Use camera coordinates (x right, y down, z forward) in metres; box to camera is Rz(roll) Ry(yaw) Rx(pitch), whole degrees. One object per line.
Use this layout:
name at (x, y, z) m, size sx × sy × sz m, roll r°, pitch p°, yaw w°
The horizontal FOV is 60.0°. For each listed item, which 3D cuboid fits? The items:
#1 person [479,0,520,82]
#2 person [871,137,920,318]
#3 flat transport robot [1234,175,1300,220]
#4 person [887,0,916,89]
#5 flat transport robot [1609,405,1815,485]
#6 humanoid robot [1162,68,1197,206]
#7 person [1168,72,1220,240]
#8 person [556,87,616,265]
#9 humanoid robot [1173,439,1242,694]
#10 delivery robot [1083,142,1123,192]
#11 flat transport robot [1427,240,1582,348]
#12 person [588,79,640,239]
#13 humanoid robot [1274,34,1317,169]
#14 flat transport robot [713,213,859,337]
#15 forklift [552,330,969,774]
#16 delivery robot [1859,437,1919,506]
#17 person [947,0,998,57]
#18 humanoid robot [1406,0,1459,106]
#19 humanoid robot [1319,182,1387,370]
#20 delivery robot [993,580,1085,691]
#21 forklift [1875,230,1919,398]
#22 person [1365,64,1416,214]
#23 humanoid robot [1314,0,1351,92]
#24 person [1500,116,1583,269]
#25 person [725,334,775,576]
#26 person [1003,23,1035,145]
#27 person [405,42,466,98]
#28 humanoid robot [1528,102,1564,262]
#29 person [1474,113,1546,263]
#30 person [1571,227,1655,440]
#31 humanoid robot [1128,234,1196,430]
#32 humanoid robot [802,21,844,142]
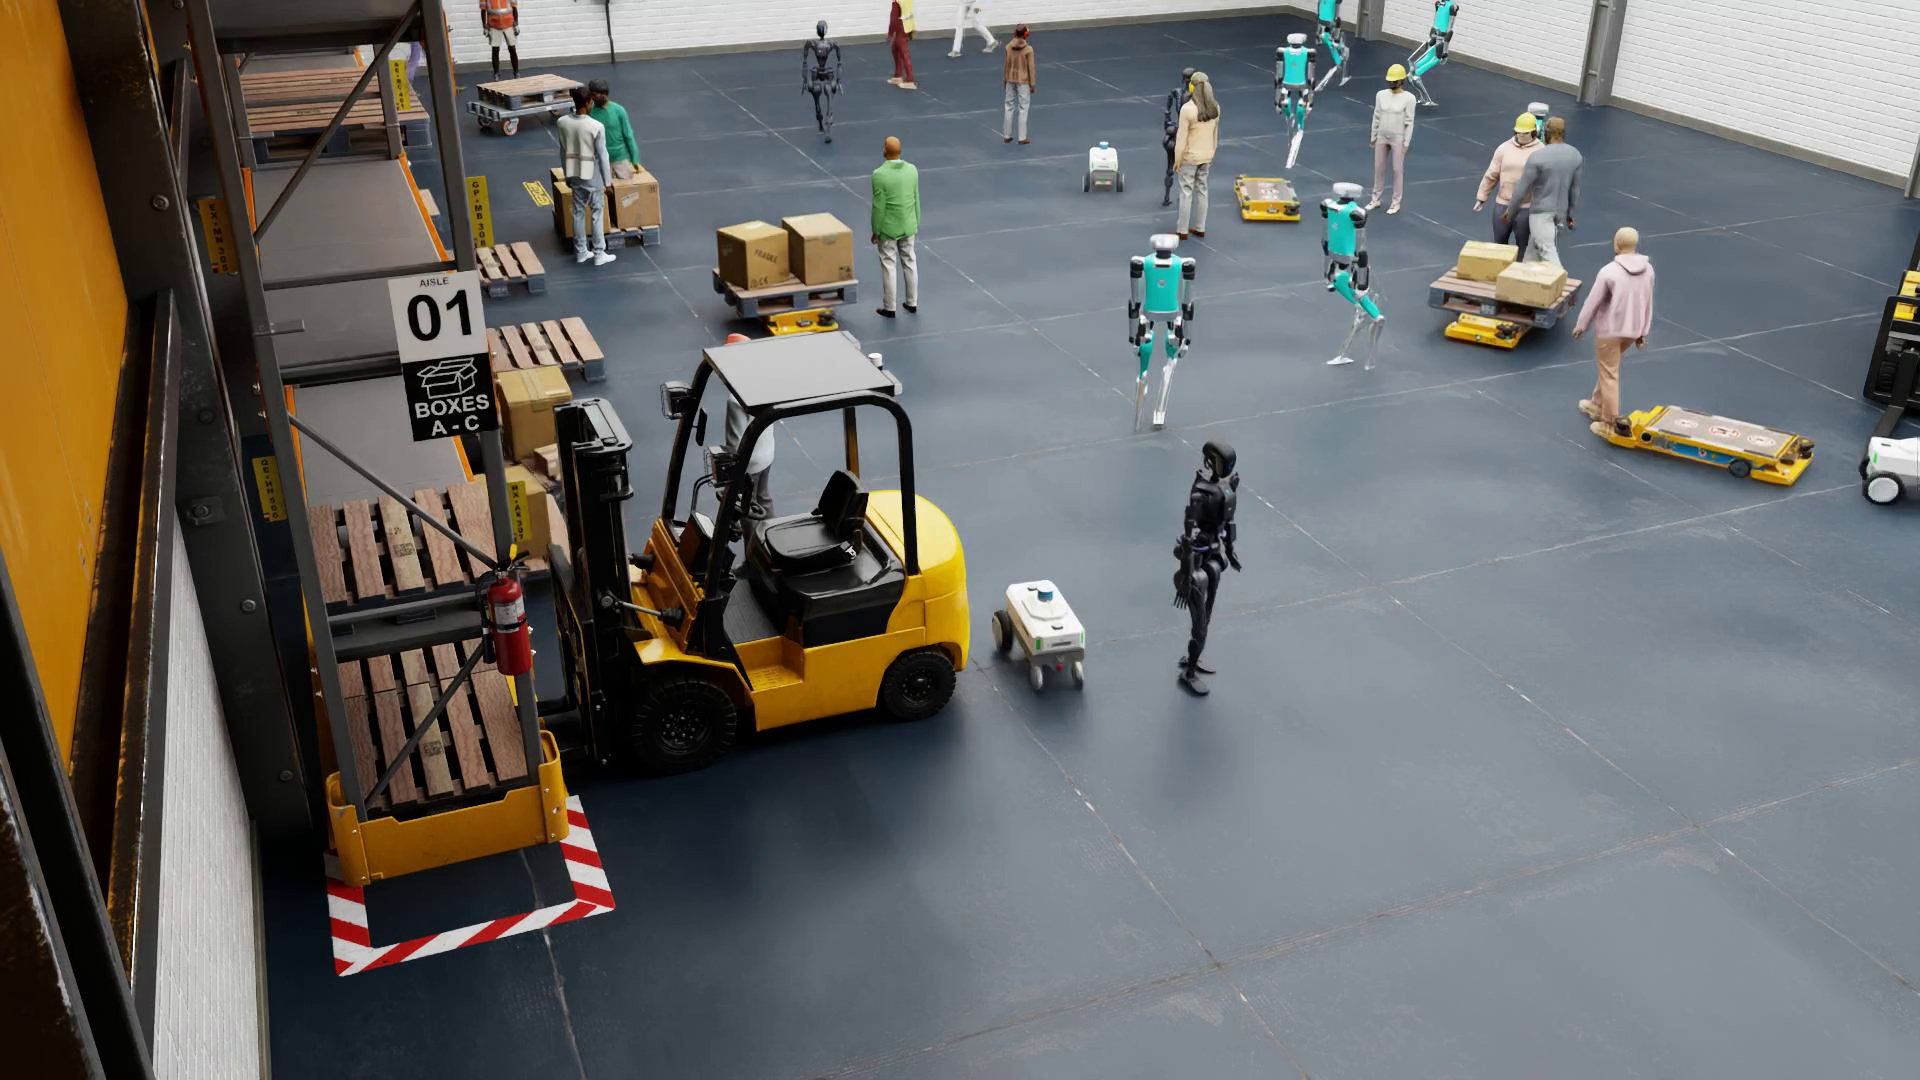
person at (-7.298, -8.193, 26.415) m, size 0.597 × 1.958 × 0.379 m, roll -8°, pitch 28°, yaw -16°
person at (-0.642, -3.089, 16.446) m, size 0.551 × 1.781 × 0.384 m, roll -16°, pitch 31°, yaw -29°
flat transport robot at (3.738, -4.167, 20.276) m, size 0.659 × 0.231 × 1.431 m, roll 2°, pitch 27°, yaw 3°
person at (-1.002, -8.060, 26.384) m, size 0.684 × 1.747 × 0.473 m, roll 9°, pitch 28°, yaw 18°
flat transport robot at (6.134, -0.800, 13.578) m, size 1.431 × 0.231 × 0.659 m, roll 20°, pitch 33°, yaw 34°
humanoid robot at (2.668, -4.865, 20.101) m, size 0.589 × 1.650 × 0.351 m, roll 21°, pitch 33°, yaw 35°
person at (2.678, -4.339, 18.849) m, size 0.564 × 1.867 × 0.416 m, roll -16°, pitch 31°, yaw -28°
person at (-4.033, -3.919, 17.964) m, size 0.595 × 1.908 × 0.408 m, roll 10°, pitch 28°, yaw 19°
humanoid robot at (1.508, 0.130, 10.161) m, size 0.317 × 1.649 × 0.608 m, roll 20°, pitch 33°, yaw 34°
delivery robot at (1.814, -4.715, 21.065) m, size 0.499 × 0.609 × 0.797 m, roll 1°, pitch 27°, yaw 3°
flat transport robot at (5.349, -2.231, 16.425) m, size 0.659 × 0.231 × 1.431 m, roll 17°, pitch 31°, yaw 30°
person at (-3.903, -4.288, 18.782) m, size 0.571 × 1.838 × 0.428 m, roll 3°, pitch 27°, yaw 6°
humanoid robot at (4.463, -5.859, 22.037) m, size 0.551 × 1.777 × 0.955 m, roll 9°, pitch 28°, yaw 17°
flat transport robot at (-1.754, -2.346, 16.653) m, size 0.659 × 0.231 × 1.431 m, roll -11°, pitch 29°, yaw -21°
forklift at (-1.094, 0.010, 9.831) m, size 2.313 × 2.155 × 1.214 m, roll -10°, pitch 28°, yaw -20°
delivery robot at (7.339, -0.548, 12.766) m, size 0.802 × 0.601 × 0.499 m, roll 11°, pitch 29°, yaw 20°
person at (0.208, -9.334, 28.814) m, size 0.923 × 1.840 × 0.625 m, roll -18°, pitch 32°, yaw -32°
humanoid robot at (6.955, -7.322, 24.768) m, size 0.735 × 1.677 × 0.533 m, roll -7°, pitch 27°, yaw -13°
humanoid robot at (3.632, -2.389, 15.138) m, size 0.791 × 1.808 × 0.542 m, roll -15°, pitch 30°, yaw -28°
delivery robot at (0.536, 0.558, 10.544) m, size 0.499 × 0.582 × 0.765 m, roll -7°, pitch 27°, yaw -13°
forklift at (9.029, -2.397, 14.618) m, size 1.214 × 2.155 × 2.313 m, roll 18°, pitch 32°, yaw 32°
person at (5.135, -4.781, 19.840) m, size 0.527 × 1.760 × 0.338 m, roll 21°, pitch 33°, yaw 35°
humanoid robot at (6.003, -7.964, 26.245) m, size 1.019 × 1.779 × 0.532 m, roll -14°, pitch 30°, yaw -25°
person at (5.910, -3.286, 16.757) m, size 0.685 × 1.889 × 0.999 m, roll -12°, pitch 29°, yaw -23°
person at (-1.470, -0.589, 11.520) m, size 0.344 × 1.740 × 0.572 m, roll 8°, pitch 28°, yaw 16°
person at (0.810, -6.296, 22.980) m, size 0.474 × 1.641 × 0.337 m, roll 12°, pitch 29°, yaw 22°
person at (-8.284, -7.754, 25.707) m, size 0.985 × 1.797 × 0.562 m, roll 1°, pitch 27°, yaw 2°
humanoid robot at (6.341, -3.783, 17.938) m, size 0.746 × 1.827 × 0.532 m, roll 4°, pitch 27°, yaw 9°
person at (5.738, -3.479, 17.146) m, size 0.814 × 1.856 × 0.436 m, roll 15°, pitch 30°, yaw 28°
person at (5.352, -1.752, 13.807) m, size 0.528 × 1.760 × 0.731 m, roll -10°, pitch 28°, yaw -18°
humanoid robot at (1.663, -1.707, 13.825) m, size 0.533 × 1.848 × 0.772 m, roll 4°, pitch 27°, yaw 7°
humanoid robot at (-1.922, -6.419, 23.239) m, size 0.601 × 1.621 × 0.791 m, roll 1°, pitch 27°, yaw 1°
